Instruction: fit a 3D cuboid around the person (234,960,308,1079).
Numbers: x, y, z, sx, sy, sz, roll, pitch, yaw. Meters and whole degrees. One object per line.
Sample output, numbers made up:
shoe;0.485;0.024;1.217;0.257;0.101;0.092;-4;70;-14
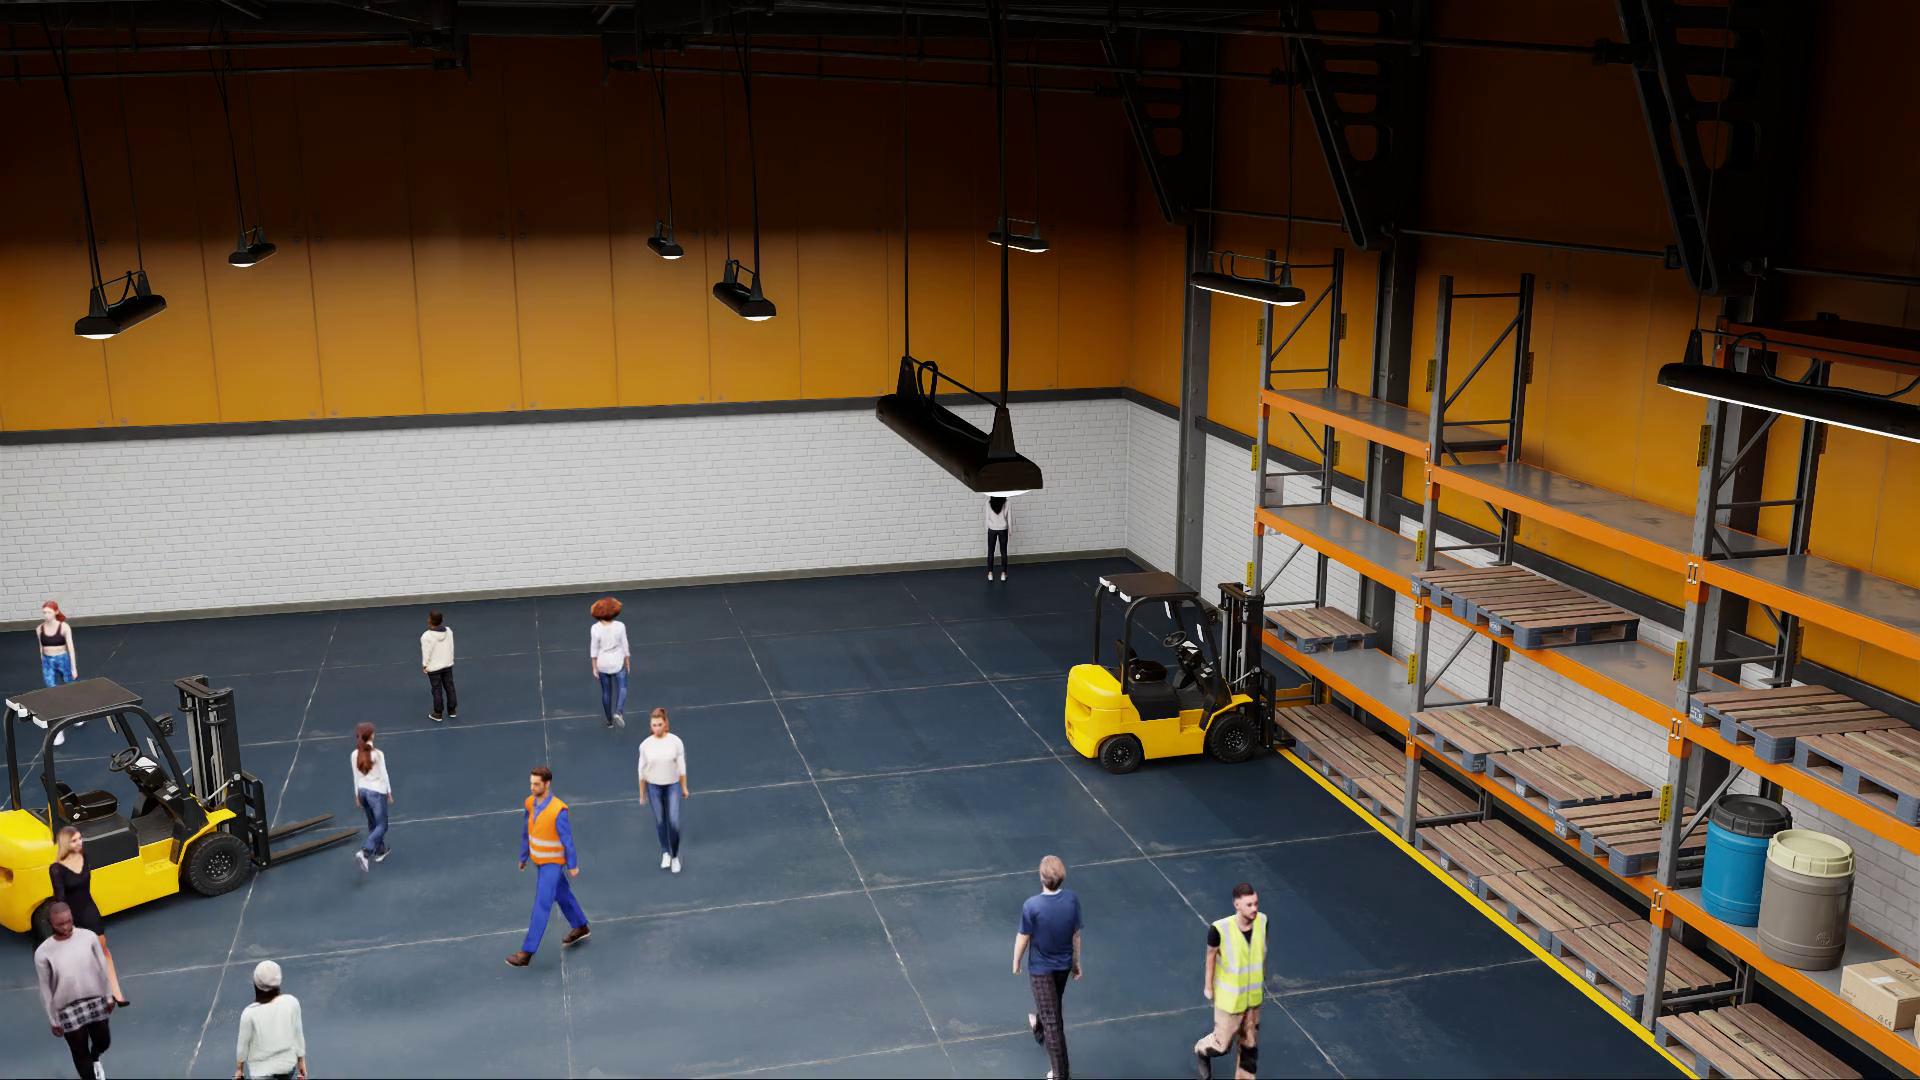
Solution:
person;-4.886;3.827;11.914;0.933;1.595;1.190;-12;18;-40

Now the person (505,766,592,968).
person;-3.680;2.931;15.162;1.257;1.809;1.242;10;17;36

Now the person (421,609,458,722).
person;-6.695;1.600;21.410;0.658;1.455;0.669;-13;18;-42

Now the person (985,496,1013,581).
person;0.640;-0.165;28.178;0.671;1.700;0.643;1;14;2

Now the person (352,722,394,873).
person;-6.024;2.633;16.959;0.801;1.541;1.026;3;14;11

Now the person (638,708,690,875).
person;-3.021;2.531;17.027;0.714;1.708;0.727;0;14;-1

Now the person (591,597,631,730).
person;-4.404;1.580;20.961;0.715;1.705;0.817;-1;14;-4

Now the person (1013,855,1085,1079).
person;0.751;3.425;13.078;0.784;1.828;1.174;-5;15;-22

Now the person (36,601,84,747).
person;-11.186;1.615;20.712;0.653;1.754;1.182;-2;14;-9

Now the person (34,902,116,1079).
person;-6.784;3.540;12.756;0.834;1.758;0.927;-13;19;-42

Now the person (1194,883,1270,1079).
person;2.123;3.471;12.877;0.757;1.834;0.962;-5;15;-22

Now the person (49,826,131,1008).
person;-7.636;3.250;14.232;1.026;1.626;1.065;5;15;20
